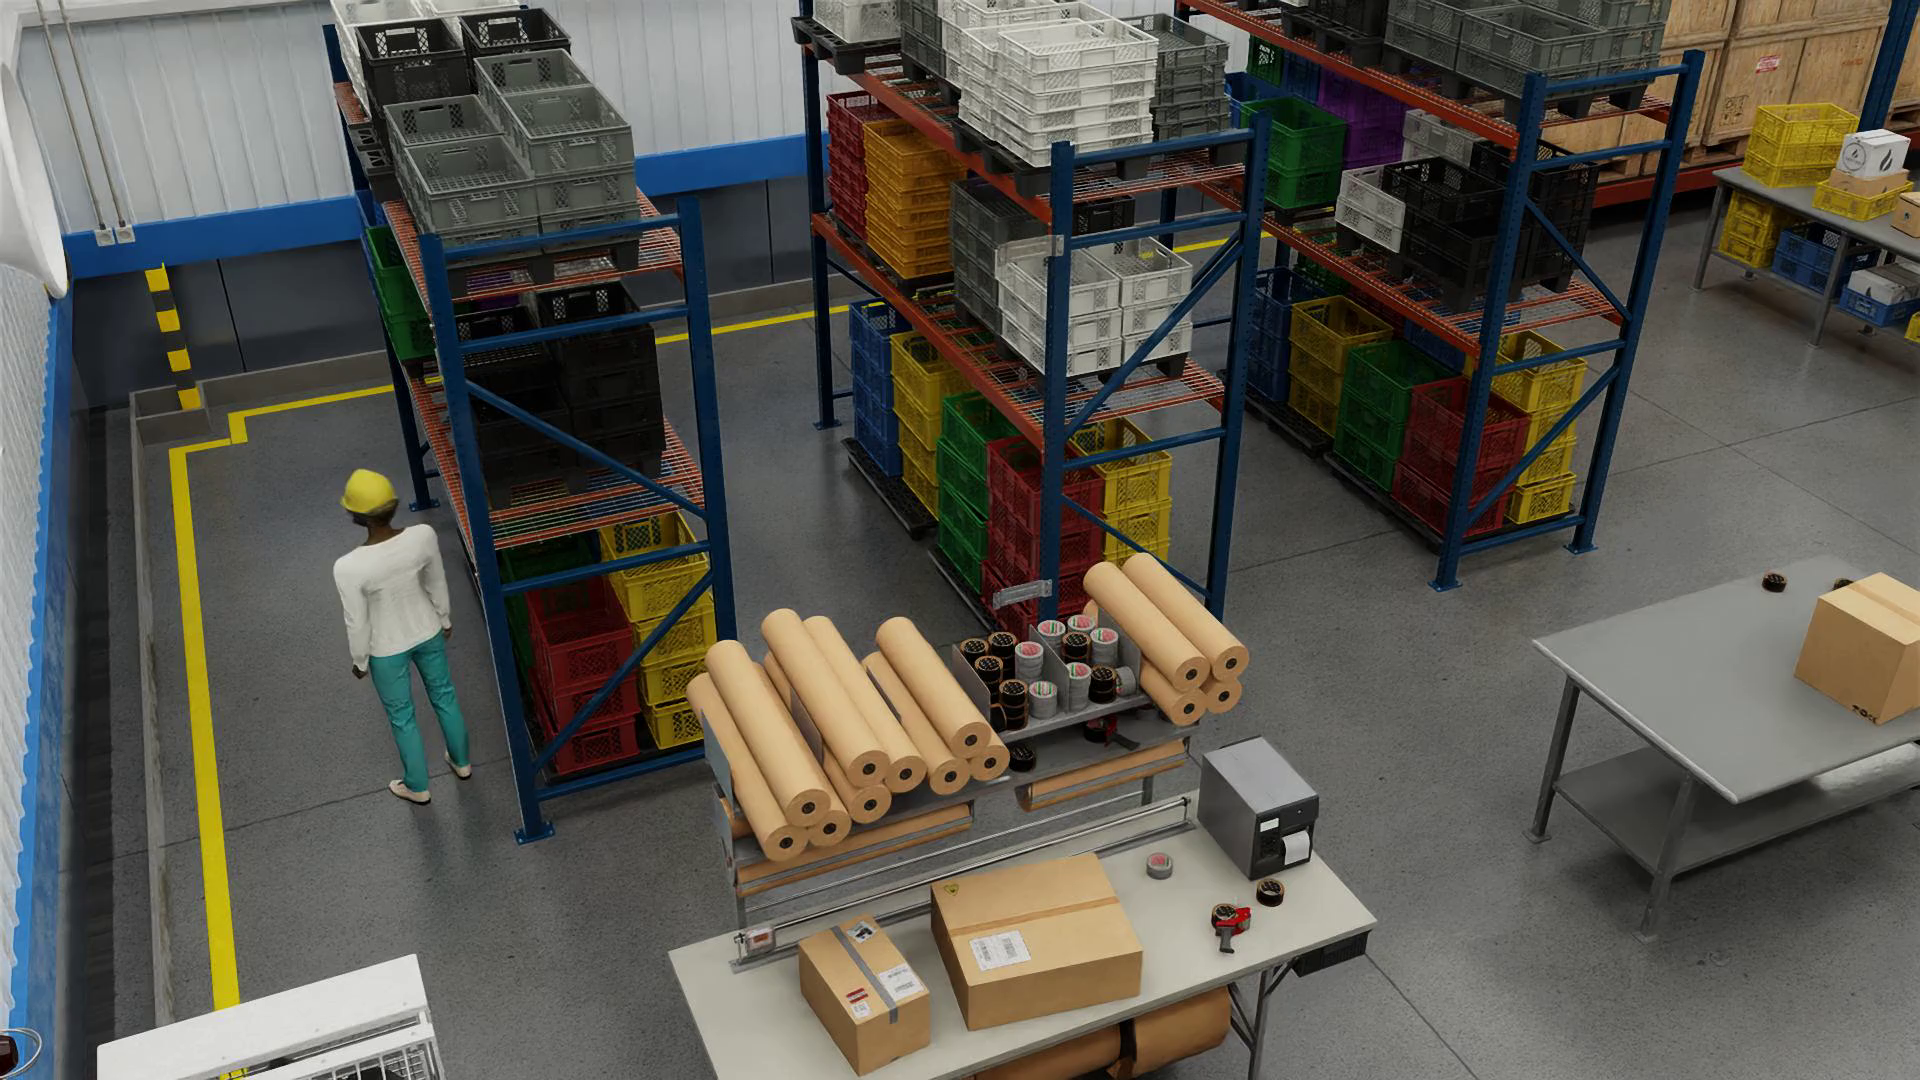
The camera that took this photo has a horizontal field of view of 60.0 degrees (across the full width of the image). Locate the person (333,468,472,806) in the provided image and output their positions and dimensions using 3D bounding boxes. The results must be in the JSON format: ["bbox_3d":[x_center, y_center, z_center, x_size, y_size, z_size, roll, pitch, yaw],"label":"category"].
[{"bbox_3d":[-2.625,0.456,7.804,0.317,1.767,0.534,25,39,34],"label":"person"}]
